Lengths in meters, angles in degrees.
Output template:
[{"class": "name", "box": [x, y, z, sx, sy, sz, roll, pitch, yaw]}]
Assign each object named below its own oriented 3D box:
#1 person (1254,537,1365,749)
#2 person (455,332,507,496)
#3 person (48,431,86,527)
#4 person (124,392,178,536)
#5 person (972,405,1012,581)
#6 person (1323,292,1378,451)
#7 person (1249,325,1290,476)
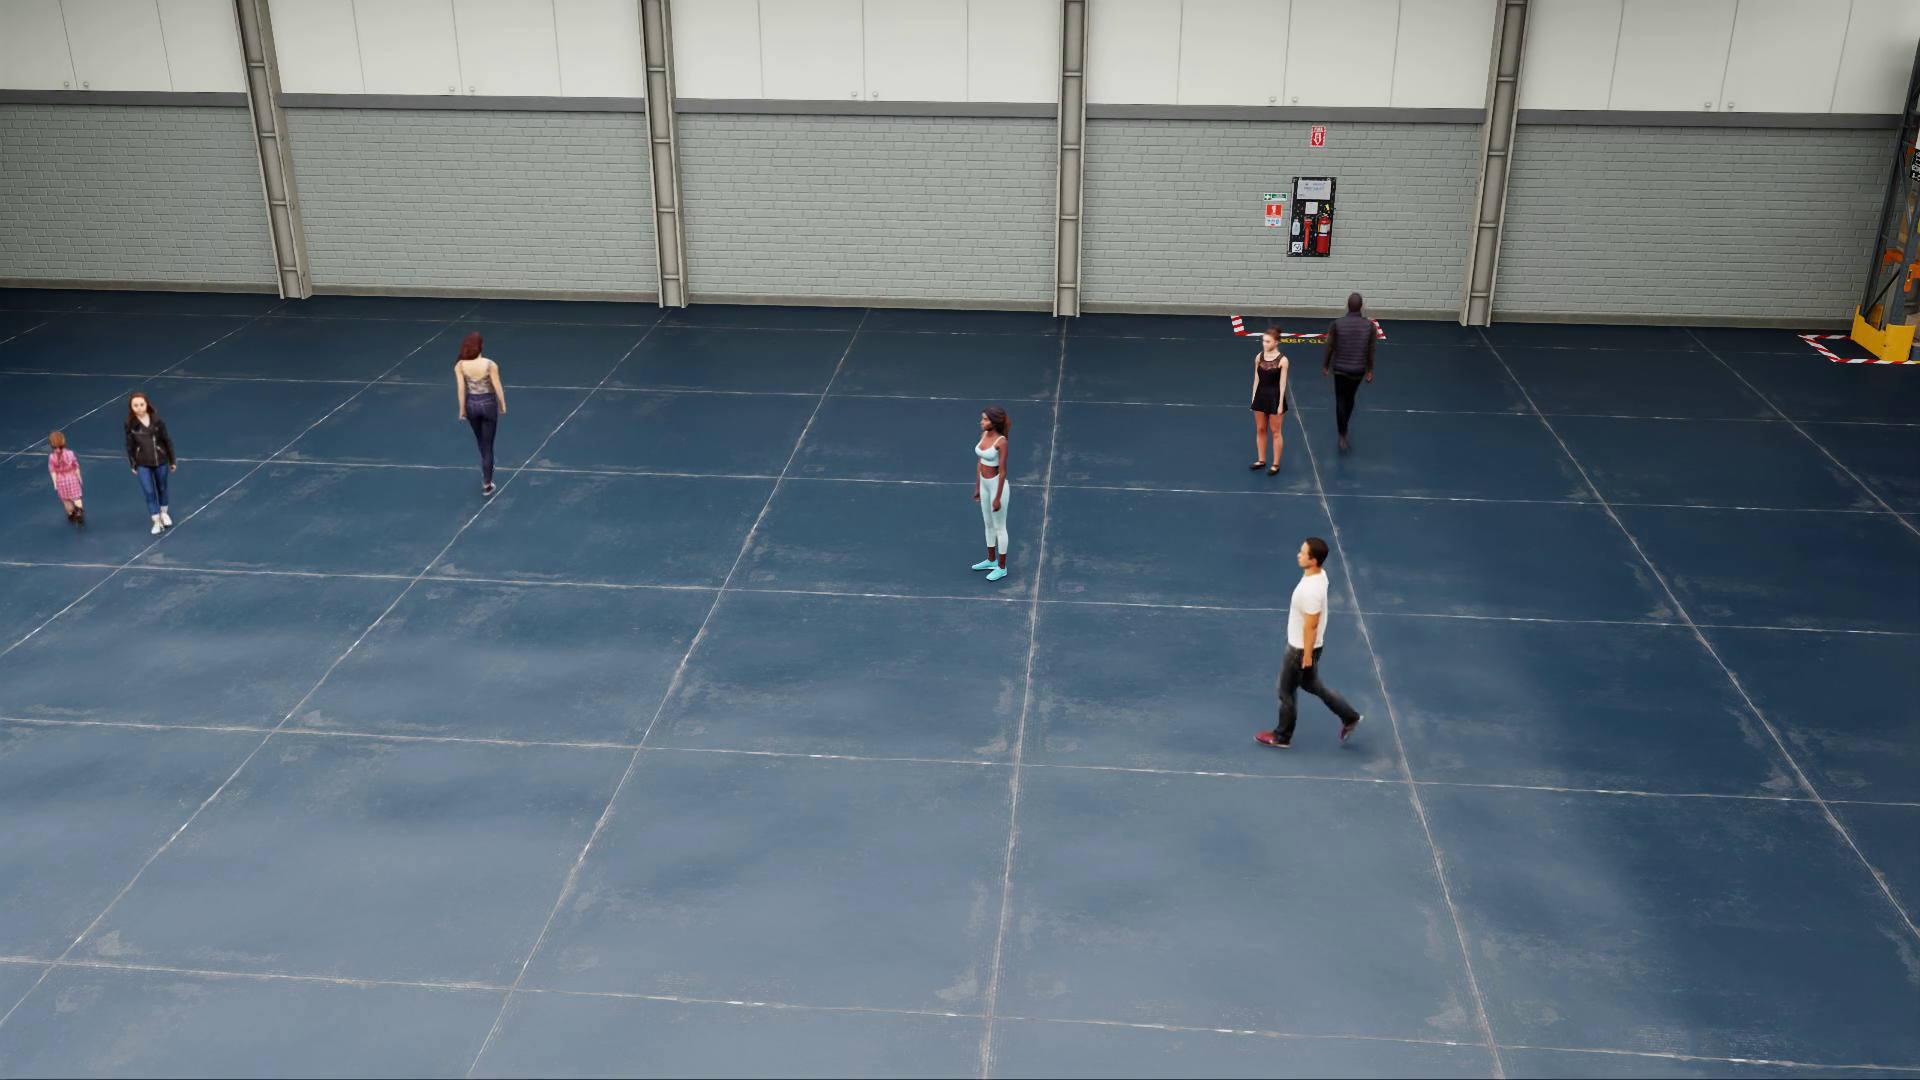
[{"class": "person", "box": [2.749, 0.809, 12.809, 1.104, 1.784, 0.799, 7, 24, 15]}, {"class": "person", "box": [-5.164, -1.330, 17.909, 1.040, 1.730, 0.744, -1, 23, -2]}, {"class": "person", "box": [-9.209, -0.619, 17.149, 0.665, 1.017, 0.716, -17, 28, -35]}, {"class": "person", "box": [-8.297, -0.828, 17.068, 0.865, 1.465, 0.880, -13, 26, -27]}, {"class": "person", "box": [0.319, -0.470, 15.893, 0.696, 1.725, 0.653, -14, 27, -30]}, {"class": "person", "box": [4.482, -1.915, 19.205, 1.076, 1.793, 0.768, 3, 23, 6]}, {"class": "person", "box": [3.460, -1.570, 18.537, 0.674, 1.681, 0.752, 20, 30, 38]}]
